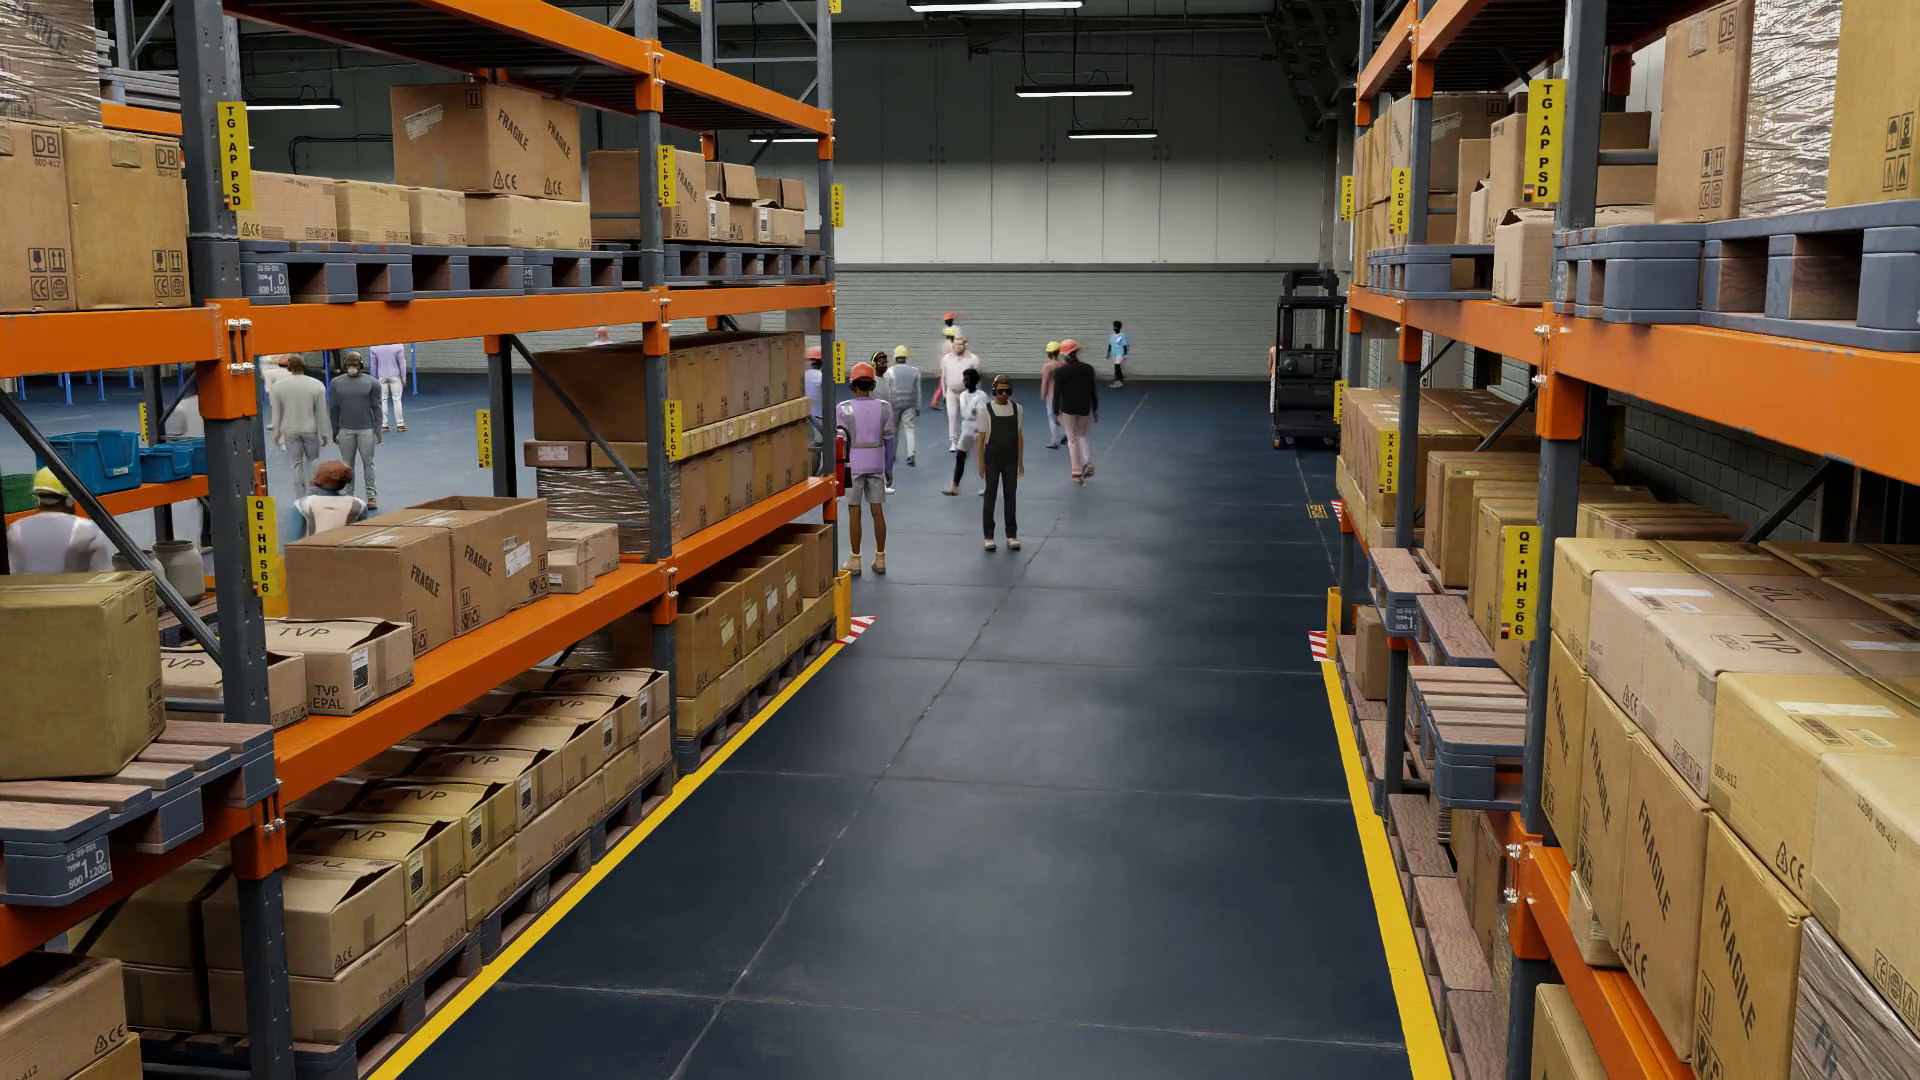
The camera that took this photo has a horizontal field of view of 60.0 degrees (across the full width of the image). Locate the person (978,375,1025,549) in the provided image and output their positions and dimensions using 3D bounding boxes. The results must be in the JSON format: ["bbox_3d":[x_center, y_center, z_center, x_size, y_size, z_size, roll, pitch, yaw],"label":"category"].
[{"bbox_3d":[0.431,-0.821,17.508,0.505,1.840,0.329,-3,10,-20],"label":"person"}]

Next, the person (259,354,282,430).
[{"bbox_3d":[-12.685,-3.040,30.614,0.634,2.022,0.452,5,10,27],"label":"person"}]

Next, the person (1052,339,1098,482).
[{"bbox_3d":[1.590,-1.798,23.118,0.644,1.970,0.448,-3,10,-18],"label":"person"}]

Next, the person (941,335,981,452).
[{"bbox_3d":[0.021,-2.410,27.193,0.651,1.881,0.857,1,9,9],"label":"person"}]

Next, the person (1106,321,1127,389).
[{"bbox_3d":[3.838,-4.582,41.212,0.754,1.667,0.538,-7,11,-35],"label":"person"}]

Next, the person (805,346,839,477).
[{"bbox_3d":[-1.867,-1.649,22.398,0.565,1.911,0.757,6,11,32],"label":"person"}]

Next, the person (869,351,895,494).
[{"bbox_3d":[-1.053,-1.536,21.812,0.335,1.873,0.521,7,12,38],"label":"person"}]

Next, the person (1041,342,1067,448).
[{"bbox_3d":[1.556,-2.397,27.479,0.551,1.751,0.382,-7,12,-37],"label":"person"}]

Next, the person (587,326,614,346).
[{"bbox_3d":[-6.631,-3.011,30.866,0.649,1.888,0.512,-4,10,-22],"label":"person"}]

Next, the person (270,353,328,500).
[{"bbox_3d":[-8.060,-1.317,20.317,0.630,1.923,0.503,-4,10,-23],"label":"person"}]

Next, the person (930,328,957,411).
[{"bbox_3d":[-0.242,-3.584,34.924,0.945,1.720,0.522,-3,10,-20],"label":"person"}]

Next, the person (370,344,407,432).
[{"bbox_3d":[-10.390,-2.944,30.291,0.630,1.940,0.372,0,9,-3],"label":"person"}]

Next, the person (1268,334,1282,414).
[{"bbox_3d":[6.542,-3.393,33.978,0.523,1.639,0.306,8,12,40],"label":"person"}]

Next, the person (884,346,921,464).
[{"bbox_3d":[-0.874,-2.058,25.304,0.613,1.788,0.934,-3,10,-15],"label":"person"}]

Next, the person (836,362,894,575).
[{"bbox_3d":[-0.945,-0.698,16.114,0.616,2.041,0.380,-4,10,-24],"label":"person"}]

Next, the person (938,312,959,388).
[{"bbox_3d":[-0.271,-4.604,40.604,0.556,1.912,0.655,9,13,43],"label":"person"}]

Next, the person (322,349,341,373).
[{"bbox_3d":[-18.076,-5.776,47.574,0.676,2.000,0.536,-8,12,-42],"label":"person"}]

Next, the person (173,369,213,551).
[{"bbox_3d":[-7.928,-0.883,17.619,0.609,1.912,0.999,0,9,0],"label":"person"}]

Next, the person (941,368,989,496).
[{"bbox_3d":[0.115,-1.371,21.431,0.843,1.659,0.551,-9,13,-44],"label":"person"}]

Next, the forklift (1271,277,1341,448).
[{"bbox_3d":[5.847,-3.016,27.970,1.129,2.768,1.873,1,9,9],"label":"forklift"}]

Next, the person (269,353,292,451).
[{"bbox_3d":[-10.734,-2.189,26.620,0.537,1.609,0.651,-1,9,-9],"label":"person"}]

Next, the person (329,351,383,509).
[{"bbox_3d":[-7.412,-1.347,20.442,0.628,1.940,0.373,-2,9,-9],"label":"person"}]

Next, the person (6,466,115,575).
[{"bbox_3d":[-5.315,0.439,9.852,0.602,1.802,0.853,0,9,1],"label":"person"}]

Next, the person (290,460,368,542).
[{"bbox_3d":[-4.373,0.247,11.602,0.540,1.610,0.411,-4,10,-22],"label":"person"}]
